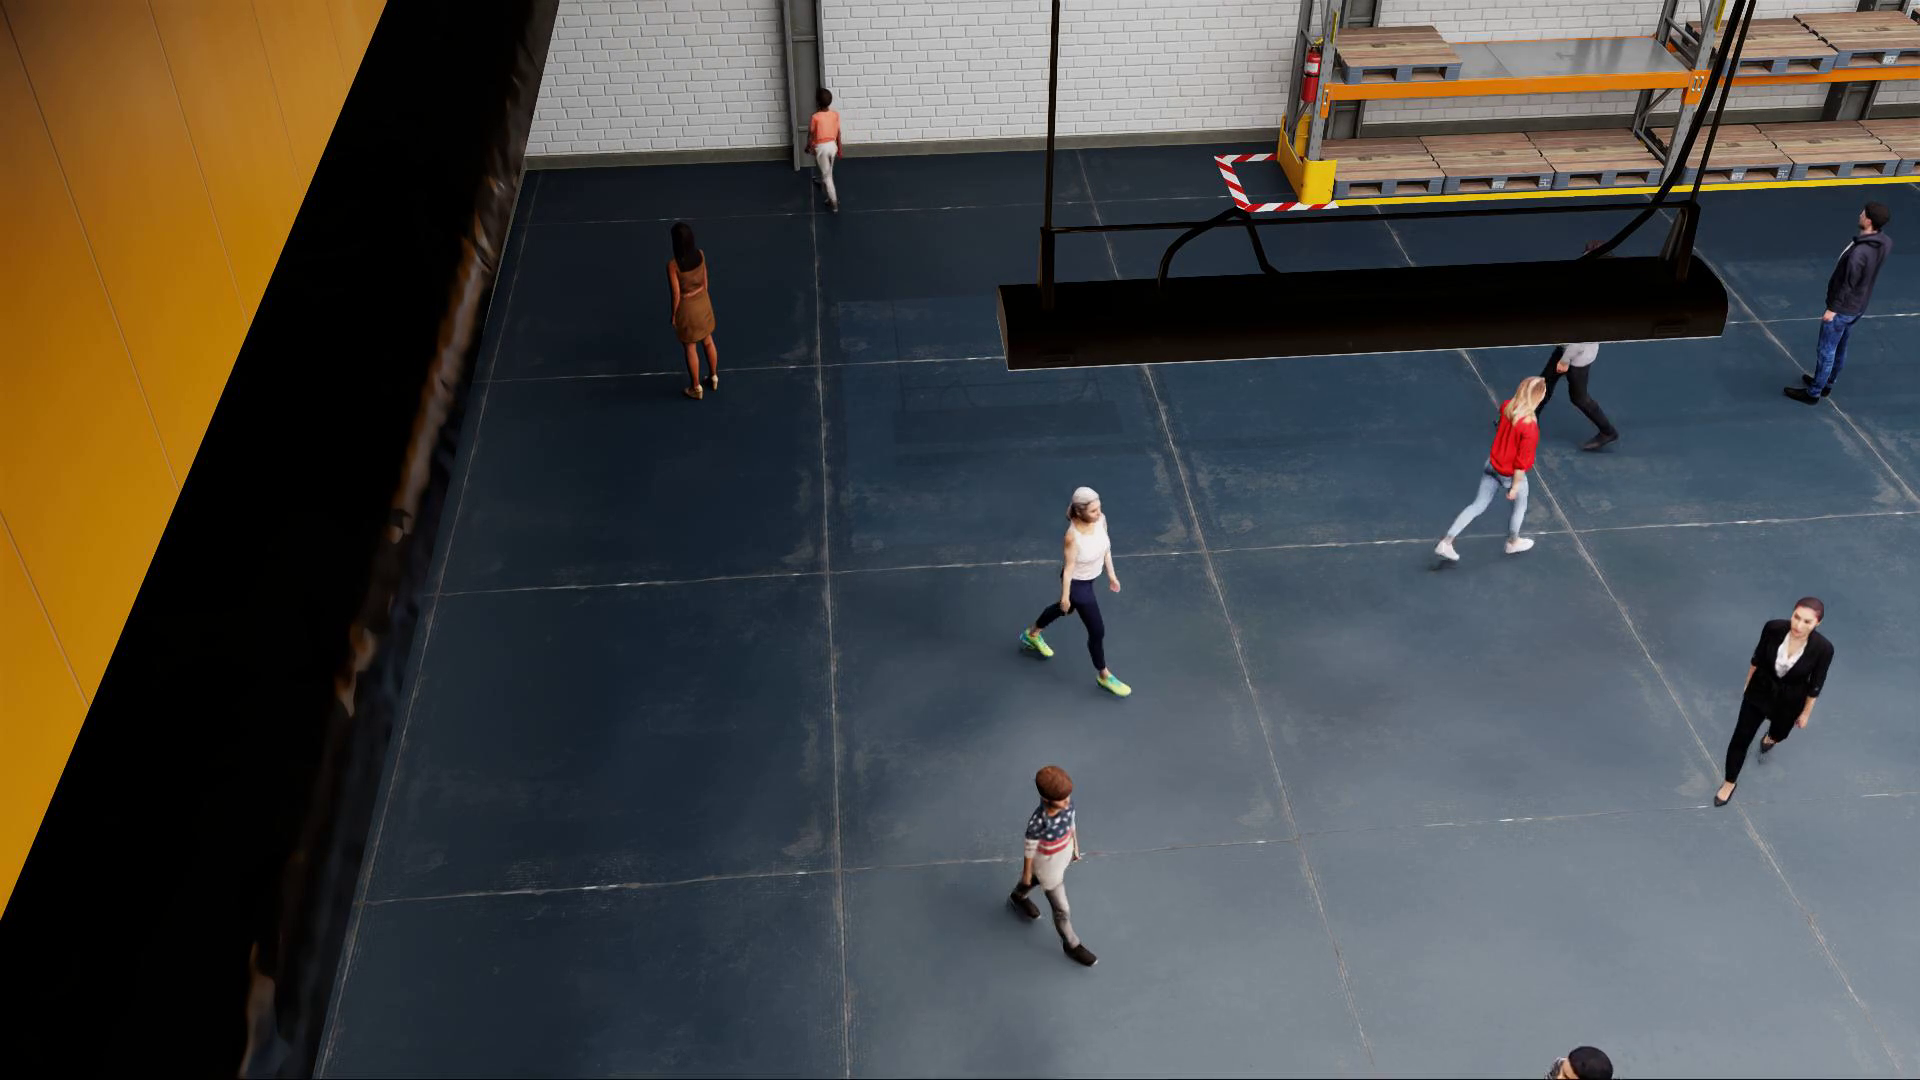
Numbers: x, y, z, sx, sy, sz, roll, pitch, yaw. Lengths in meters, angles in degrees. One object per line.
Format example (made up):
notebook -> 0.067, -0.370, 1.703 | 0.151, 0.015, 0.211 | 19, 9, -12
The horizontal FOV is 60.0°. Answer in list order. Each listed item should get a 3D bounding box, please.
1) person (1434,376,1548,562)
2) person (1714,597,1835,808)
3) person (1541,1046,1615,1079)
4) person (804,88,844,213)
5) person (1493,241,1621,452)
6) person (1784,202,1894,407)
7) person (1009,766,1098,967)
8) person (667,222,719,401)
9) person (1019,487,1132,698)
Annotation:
person -> 4.057, -0.498, 12.608 | 1.168, 1.668, 0.803 | -13, 40, -15
person -> 5.326, 0.990, 10.775 | 1.039, 1.631, 1.092 | 27, 46, 30
person -> 2.982, 3.015, 8.143 | 1.138, 1.751, 0.670 | 0, 39, 0
person -> -1.381, -4.047, 17.367 | 0.866, 1.275, 0.779 | -20, 43, -24
person -> 5.218, -1.575, 13.767 | 1.336, 1.904, 0.969 | 7, 39, 8
person -> 7.656, -2.032, 14.347 | 0.717, 1.894, 0.821 | -27, 46, -30
person -> 0.494, 1.851, 9.878 | 0.982, 1.404, 0.915 | 28, 46, 30
person -> -2.330, -1.996, 14.467 | 0.702, 1.690, 0.637 | 29, 47, 31
person -> 0.765, 0.282, 11.635 | 1.240, 1.663, 1.062 | 20, 43, 23
